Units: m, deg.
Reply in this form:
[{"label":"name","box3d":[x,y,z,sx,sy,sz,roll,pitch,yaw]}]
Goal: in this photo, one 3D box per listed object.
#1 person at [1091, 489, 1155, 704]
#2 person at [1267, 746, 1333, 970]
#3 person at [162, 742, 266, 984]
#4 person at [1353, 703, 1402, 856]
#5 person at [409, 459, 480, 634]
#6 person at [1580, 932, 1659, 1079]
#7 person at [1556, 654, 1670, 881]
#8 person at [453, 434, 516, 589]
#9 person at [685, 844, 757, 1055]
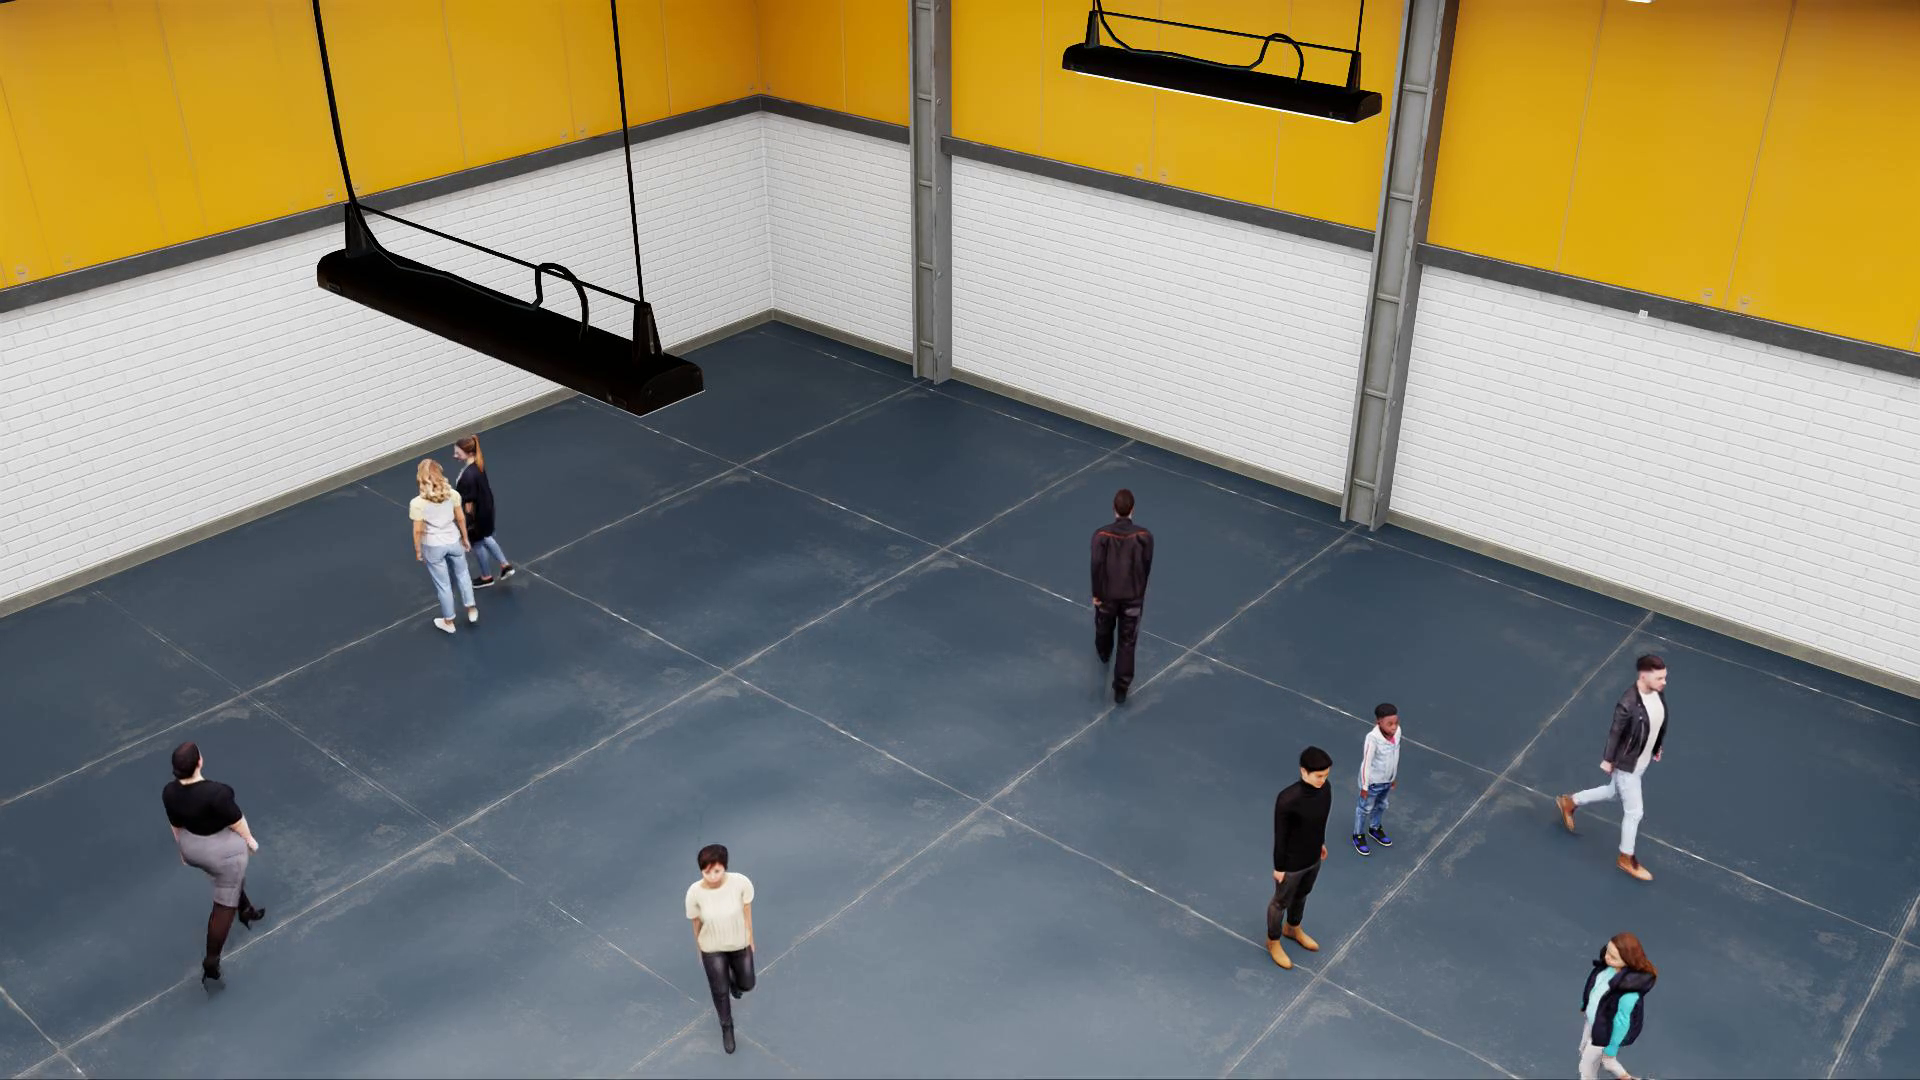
[{"label":"person","box3d":[1.375,0.519,14.252,1.195,1.861,1.137,4,29,7]},{"label":"person","box3d":[2.332,2.136,11.432,0.691,1.722,0.611,-20,35,-33]},{"label":"person","box3d":[-5.108,2.197,11.321,1.134,1.722,1.007,7,29,13]},{"label":"person","box3d":[3.164,1.771,12.582,0.549,1.261,0.581,-14,32,-24]},{"label":"person","box3d":[-4.708,0.070,15.221,0.609,1.721,0.684,25,38,38]},{"label":"person","box3d":[4.018,2.961,10.163,0.878,1.489,0.795,2,29,3]},{"label":"person","box3d":[4.900,1.594,12.340,0.744,1.803,1.146,-23,36,-36]},{"label":"person","box3d":[-4.562,-0.247,15.857,0.897,1.667,0.838,4,29,8]},{"label":"person","box3d":[-1.528,2.582,10.772,0.803,1.571,0.886,-7,29,-13]}]
